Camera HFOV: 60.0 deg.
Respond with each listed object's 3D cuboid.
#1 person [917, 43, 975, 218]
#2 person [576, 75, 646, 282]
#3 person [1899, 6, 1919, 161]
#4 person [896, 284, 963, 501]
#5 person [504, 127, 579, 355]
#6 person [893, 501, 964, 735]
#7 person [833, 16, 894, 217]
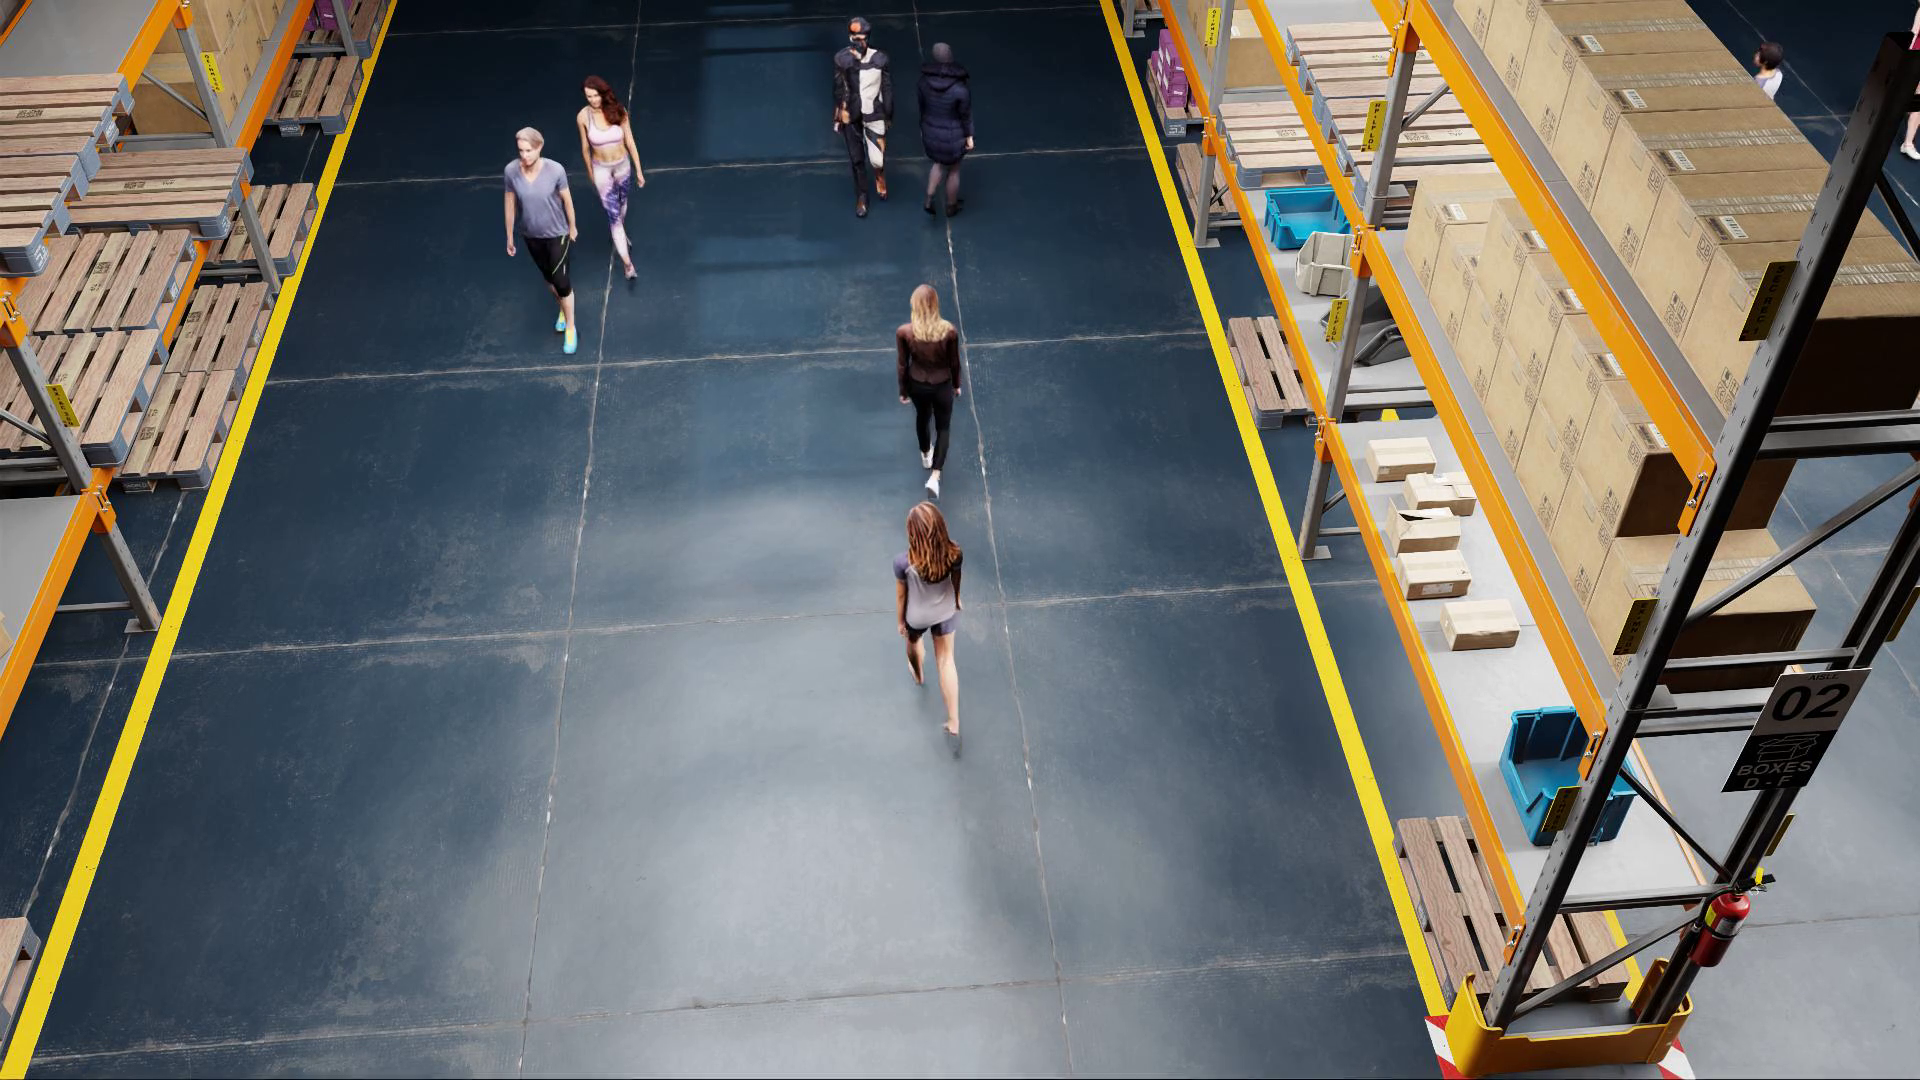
[{"bbox_3d":[-0.177,-3.540,14.605,0.882,1.662,0.951,22,48,22],"label":"person"},{"bbox_3d":[-2.986,-3.175,14.181,0.860,1.719,1.212,-18,46,-18],"label":"person"},{"bbox_3d":[8.883,-4.516,15.582,0.596,1.727,0.924,-6,44,-6],"label":"person"},{"bbox_3d":[-0.213,-1.043,11.969,0.738,1.683,1.041,3,44,4],"label":"person"},{"bbox_3d":[-3.308,-2.492,13.359,0.776,1.863,0.941,5,44,6],"label":"person"},{"bbox_3d":[-0.158,0.501,10.335,0.717,1.701,1.093,-10,45,-10],"label":"person"},{"bbox_3d":[-0.853,-3.789,14.708,0.724,1.880,0.759,1,44,2],"label":"person"}]
